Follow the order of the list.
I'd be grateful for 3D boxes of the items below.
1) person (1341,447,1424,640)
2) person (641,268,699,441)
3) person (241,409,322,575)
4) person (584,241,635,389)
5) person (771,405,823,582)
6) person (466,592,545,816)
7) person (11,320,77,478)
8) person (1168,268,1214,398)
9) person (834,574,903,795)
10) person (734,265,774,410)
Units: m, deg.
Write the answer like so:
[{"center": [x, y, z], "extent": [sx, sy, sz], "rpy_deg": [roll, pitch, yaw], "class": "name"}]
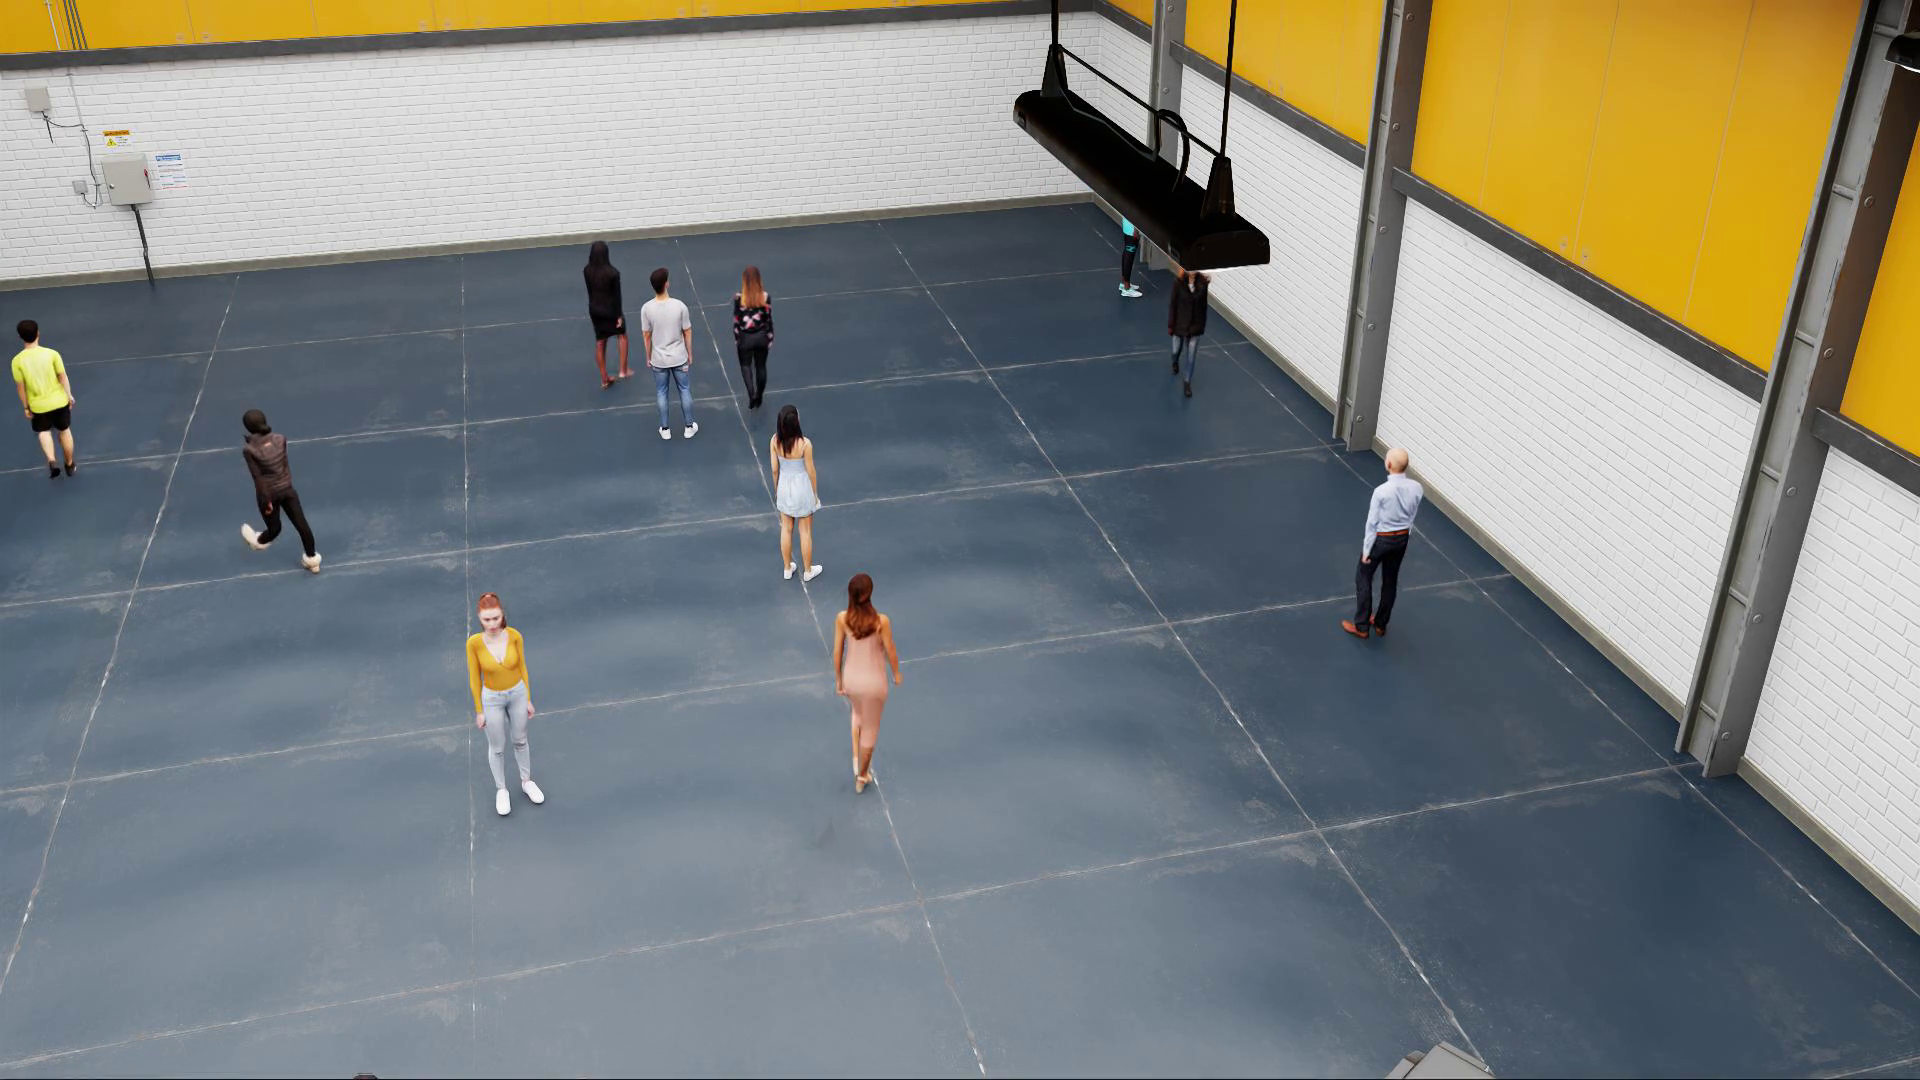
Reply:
[{"center": [3.652, 0.061, 14.124], "extent": [0.637, 1.788, 0.625], "rpy_deg": [-7, 29, -12], "class": "person"}, {"center": [-3.110, -1.980, 17.764], "extent": [0.705, 1.885, 0.620], "rpy_deg": [-3, 29, -5], "class": "person"}, {"center": [-6.311, -0.465, 15.243], "extent": [0.928, 1.639, 1.061], "rpy_deg": [-22, 36, -34], "class": "person"}, {"center": [-4.092, -2.547, 18.993], "extent": [0.766, 1.704, 0.838], "rpy_deg": [5, 29, 8], "class": "person"}, {"center": [-1.501, -0.432, 15.088], "extent": [0.672, 1.730, 0.688], "rpy_deg": [7, 29, 13], "class": "person"}, {"center": [-3.331, 1.175, 12.121], "extent": [0.635, 1.751, 0.637], "rpy_deg": [-15, 32, -26], "class": "person"}, {"center": [-9.258, -1.396, 16.891], "extent": [0.716, 1.695, 0.786], "rpy_deg": [-15, 32, -25], "class": "person"}, {"center": [2.576, -2.488, 18.971], "extent": [0.760, 1.622, 0.956], "rpy_deg": [-1, 29, -2], "class": "person"}, {"center": [-0.726, 1.096, 12.195], "extent": [0.731, 1.817, 0.781], "rpy_deg": [10, 30, 18], "class": "person"}, {"center": [-2.284, -2.205, 18.396], "extent": [0.636, 1.676, 0.799], "rpy_deg": [-4, 29, -8], "class": "person"}]
